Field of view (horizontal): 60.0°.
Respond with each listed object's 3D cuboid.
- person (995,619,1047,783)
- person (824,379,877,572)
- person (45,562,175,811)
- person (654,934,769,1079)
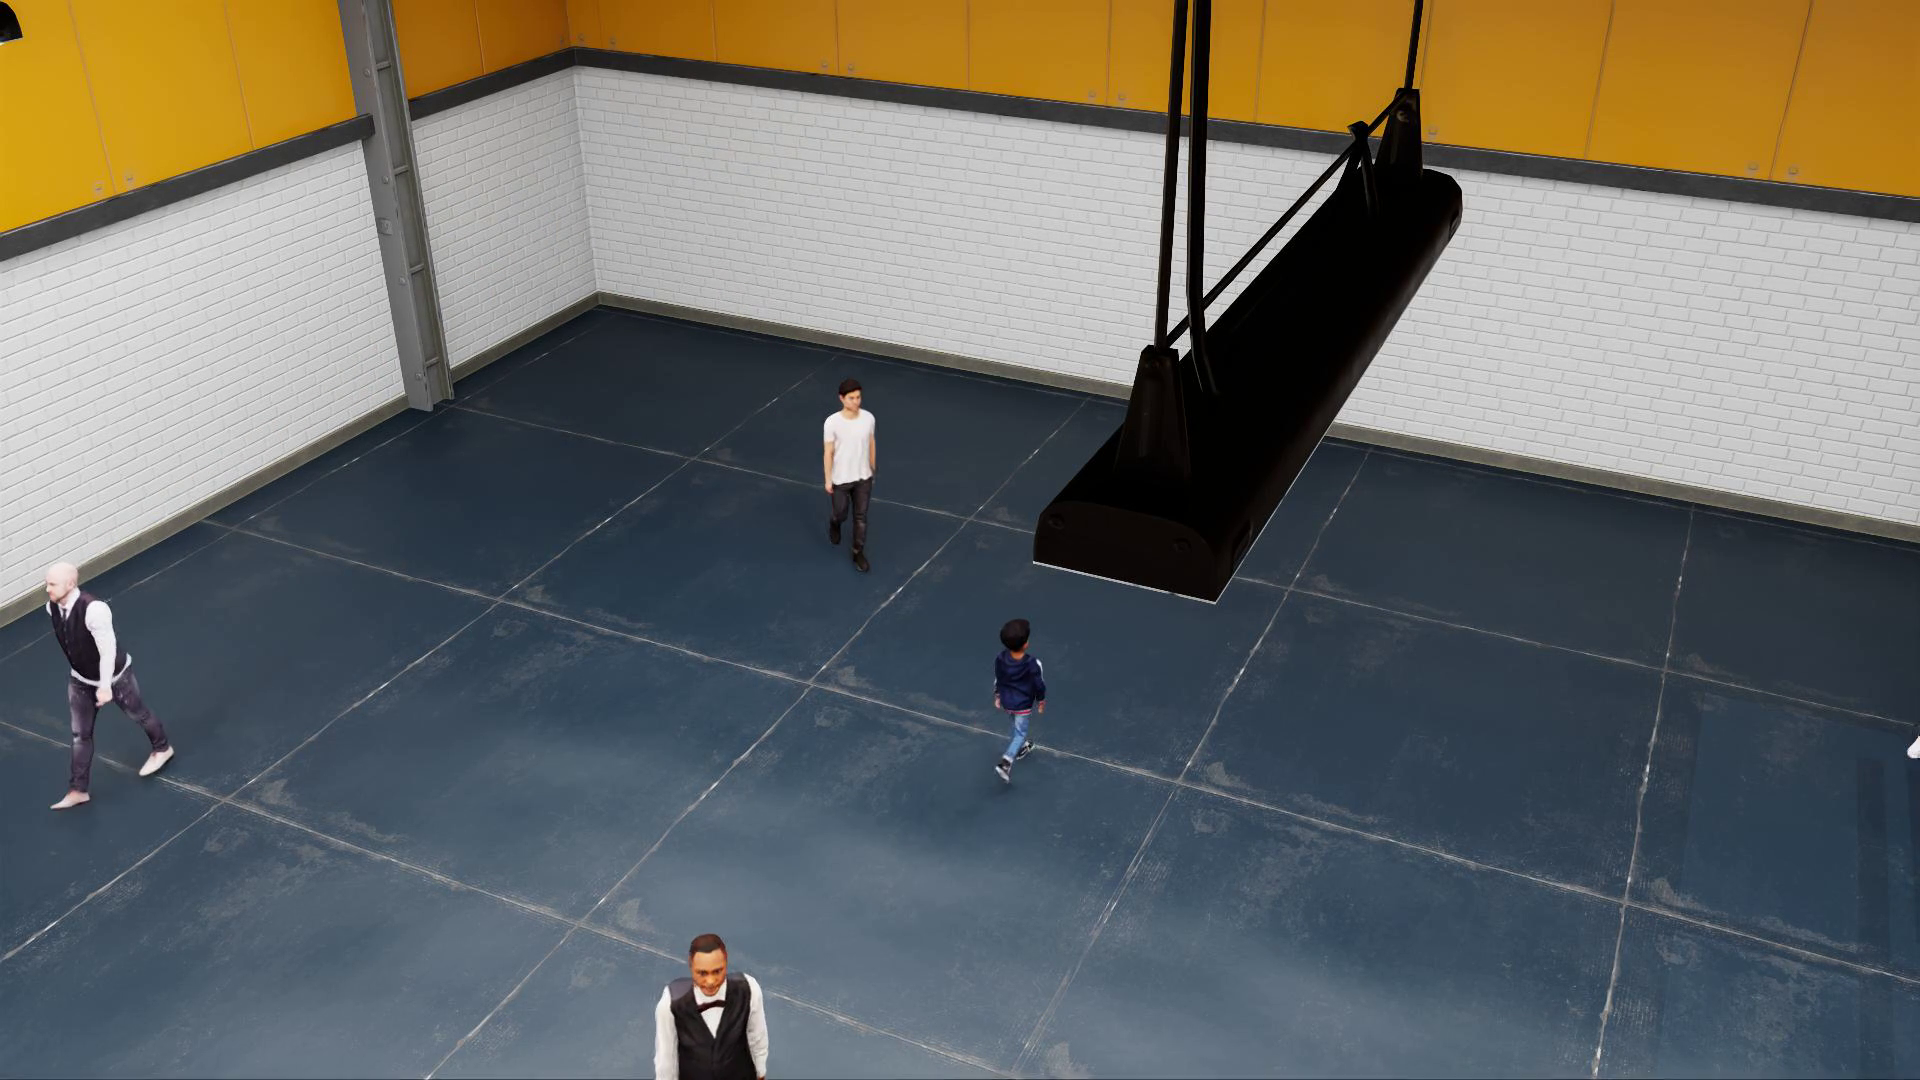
[{"bbox_3d":[0.385,1.119,11.588,0.588,1.207,0.830,17,33,28],"label":"person"},{"bbox_3d":[-0.962,-0.596,14.204,0.933,1.712,0.980,-12,31,-20],"label":"person"},{"bbox_3d":[-5.787,0.905,11.383,0.794,1.778,1.195,8,30,15],"label":"person"},{"bbox_3d":[-1.206,2.611,8.146,1.068,1.884,1.219,-4,29,-6],"label":"person"}]
